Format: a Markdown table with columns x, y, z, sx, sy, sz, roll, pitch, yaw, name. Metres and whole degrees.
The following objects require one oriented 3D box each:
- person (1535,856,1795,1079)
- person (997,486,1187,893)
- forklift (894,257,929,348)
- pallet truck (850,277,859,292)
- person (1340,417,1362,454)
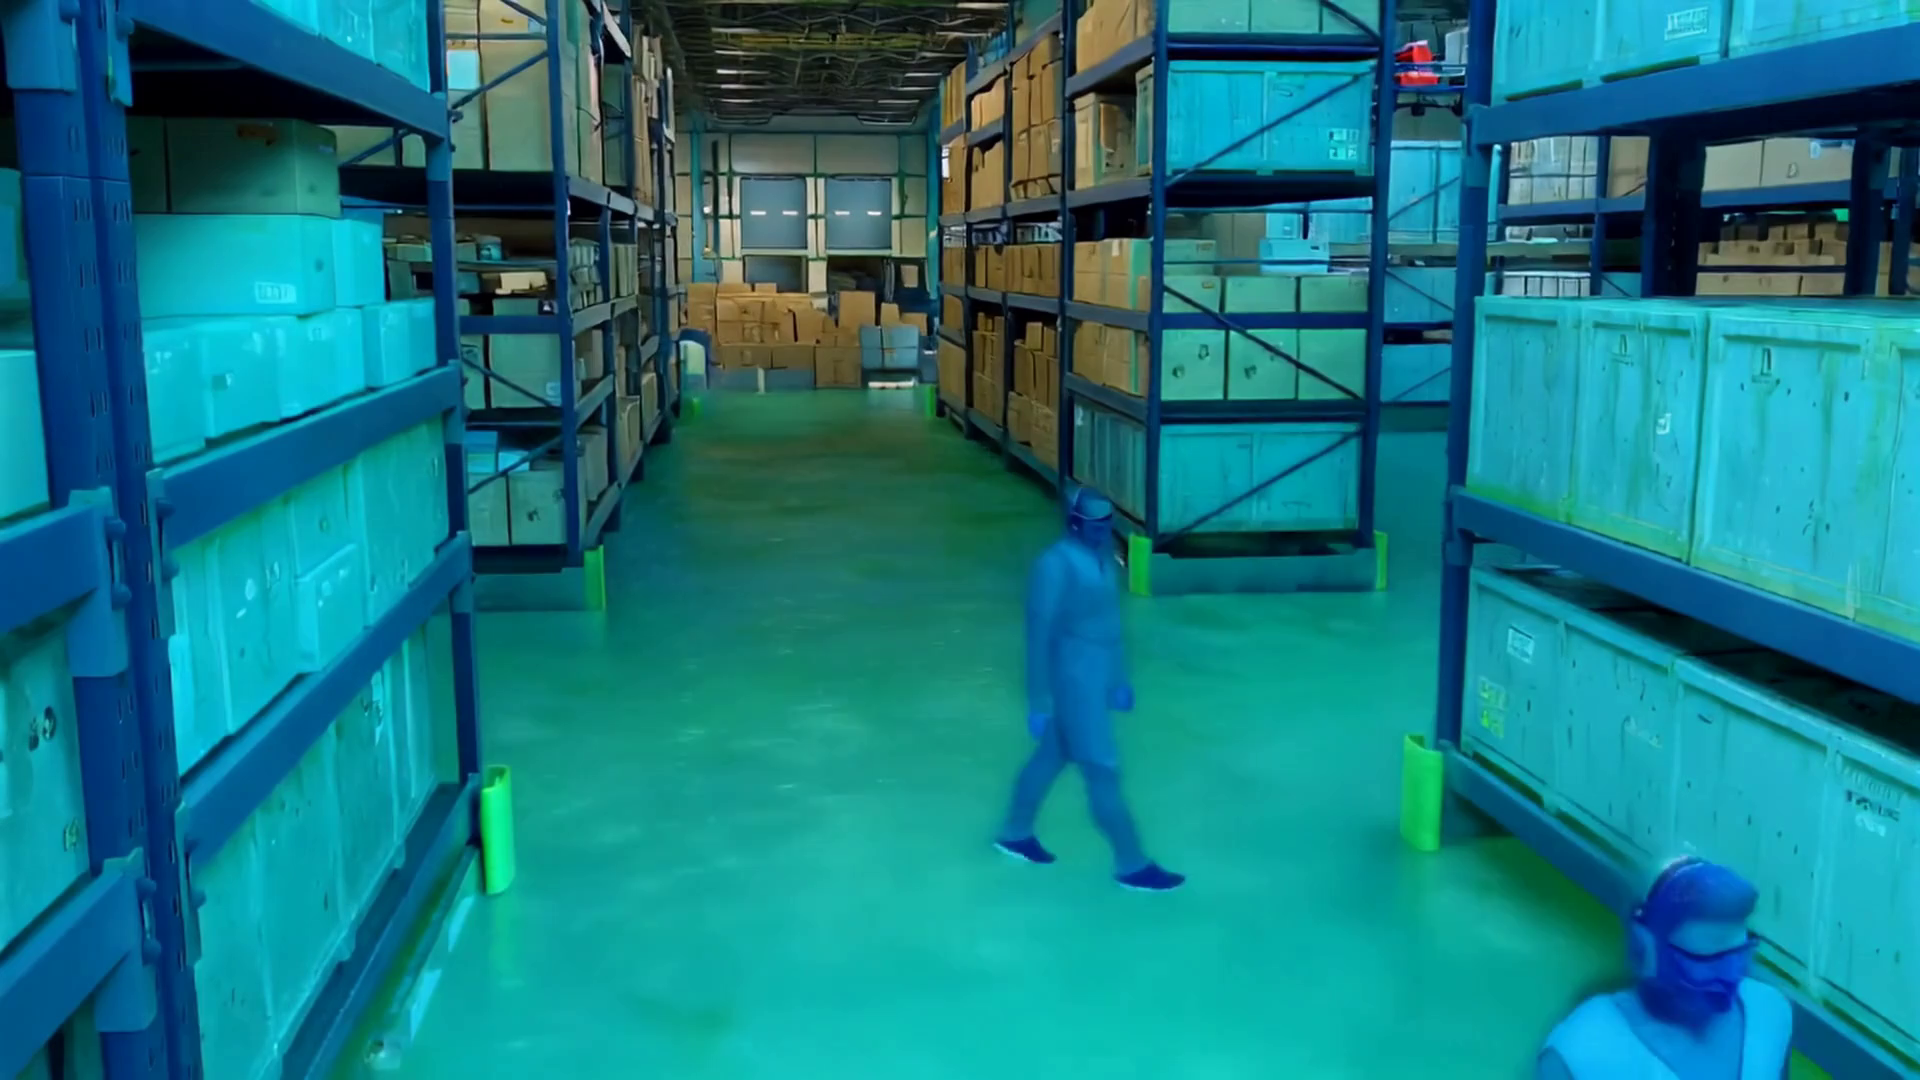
| x | y | z | sx | sy | sz | roll | pitch | yaw | name |
| --- | --- | --- | --- | --- | --- | --- | --- | --- | --- |
| 1.373 | 1.464 | 3.197 | 0.584 | 1.816 | 0.838 | -5 | 11 | -28 | person |
| 0.575 | 0.665 | 7.679 | 0.991 | 1.853 | 0.666 | 4 | 11 | 24 | person |
| -1.574 | -7.394 | 51.613 | 1.129 | 2.768 | 1.873 | -1 | 10 | -7 | forklift |
| -3.782 | -9.391 | 65.808 | 1.885 | 1.965 | 0.823 | 2 | 10 | 10 | pallet truck |
| 4.143 | -1.070 | 18.252 | 0.537 | 1.692 | 0.319 | 7 | 12 | 34 | person |
